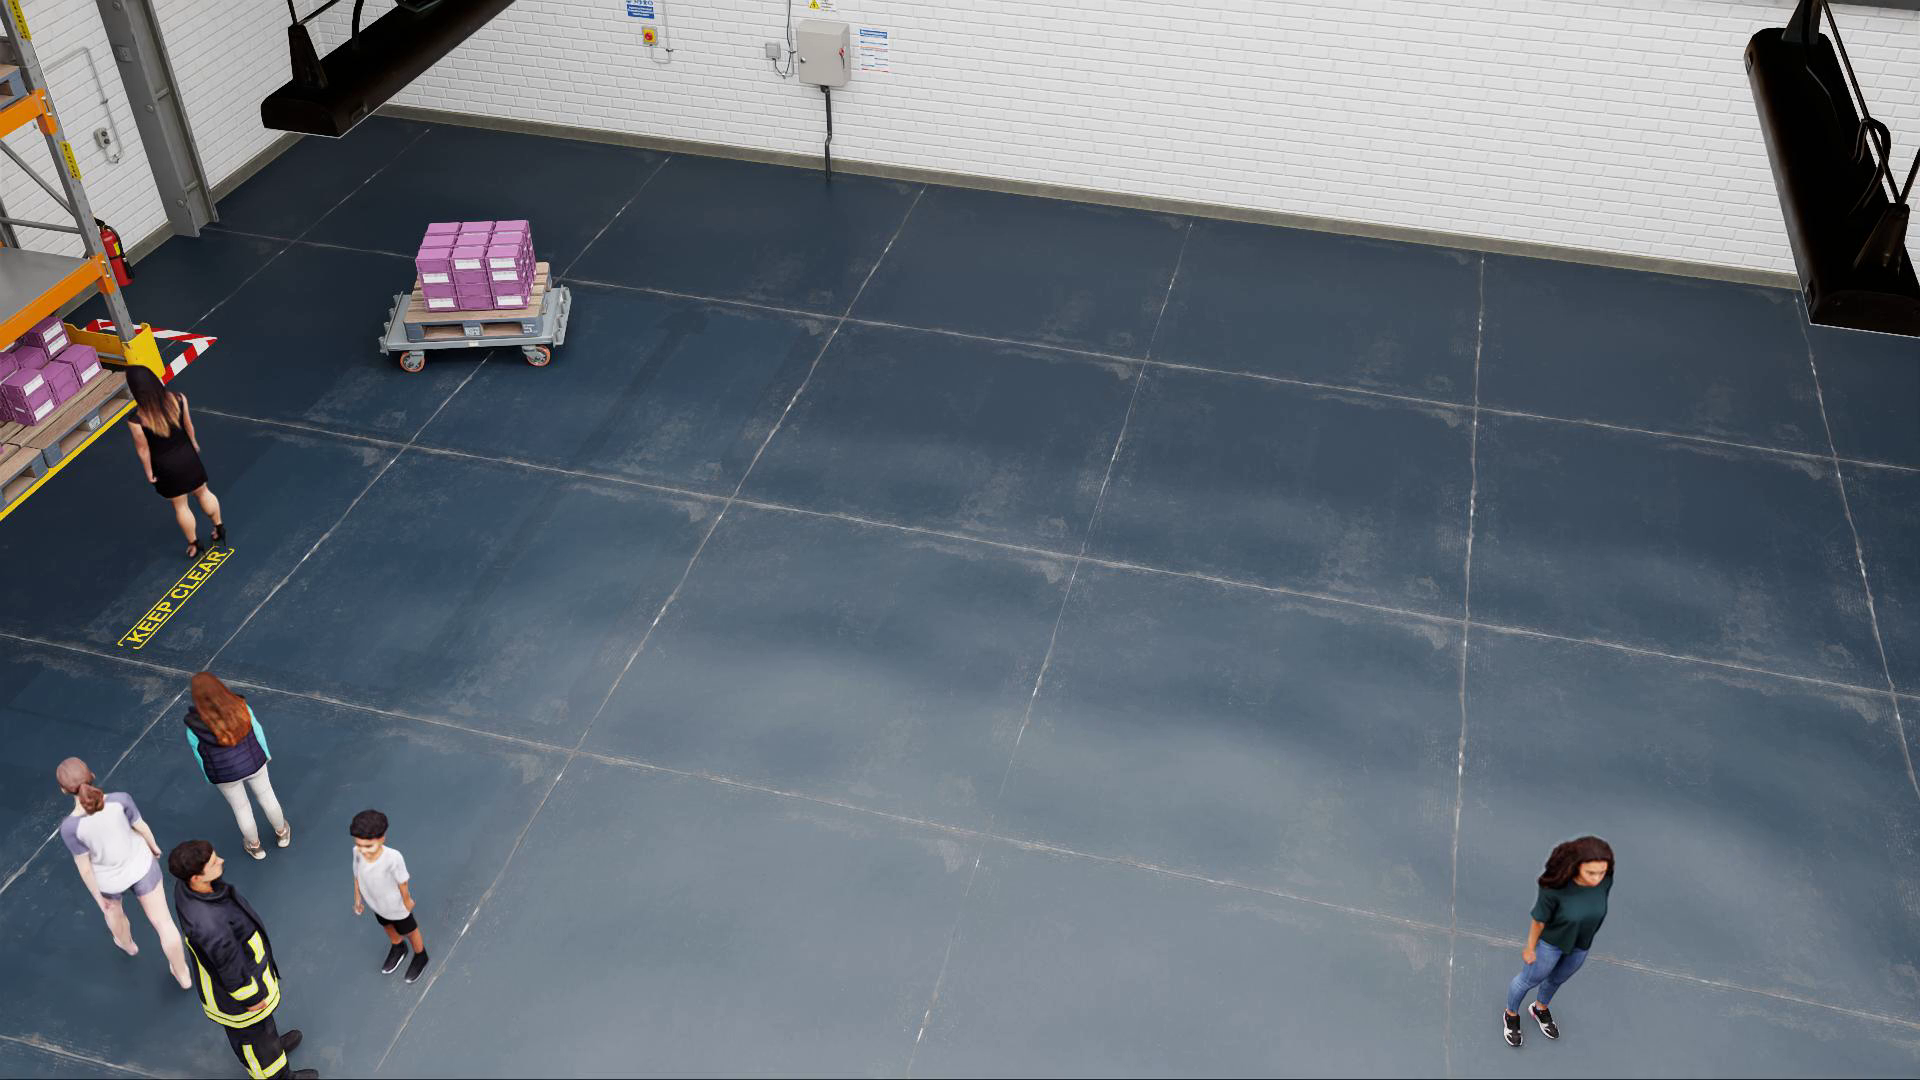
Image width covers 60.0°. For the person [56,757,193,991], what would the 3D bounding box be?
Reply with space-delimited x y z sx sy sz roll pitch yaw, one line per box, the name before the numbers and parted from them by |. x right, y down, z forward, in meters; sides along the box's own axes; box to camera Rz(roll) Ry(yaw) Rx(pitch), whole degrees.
person | -4.763 1.974 9.542 0.950 1.739 0.962 -25 45 -28

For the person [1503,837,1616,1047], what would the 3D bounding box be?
person | 3.365 2.231 9.318 0.699 1.616 0.725 -7 39 -9

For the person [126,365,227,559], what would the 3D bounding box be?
person | -6.028 -0.598 12.781 0.777 1.716 0.646 23 44 26

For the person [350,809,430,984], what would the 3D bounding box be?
person | -3.389 2.054 9.827 0.488 1.256 0.522 10 40 13

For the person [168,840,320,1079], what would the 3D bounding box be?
person | -3.931 2.305 8.975 0.939 1.927 0.886 -21 43 -24

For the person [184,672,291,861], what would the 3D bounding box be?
person | -4.537 1.410 10.438 0.683 1.501 0.748 -23 44 -26
